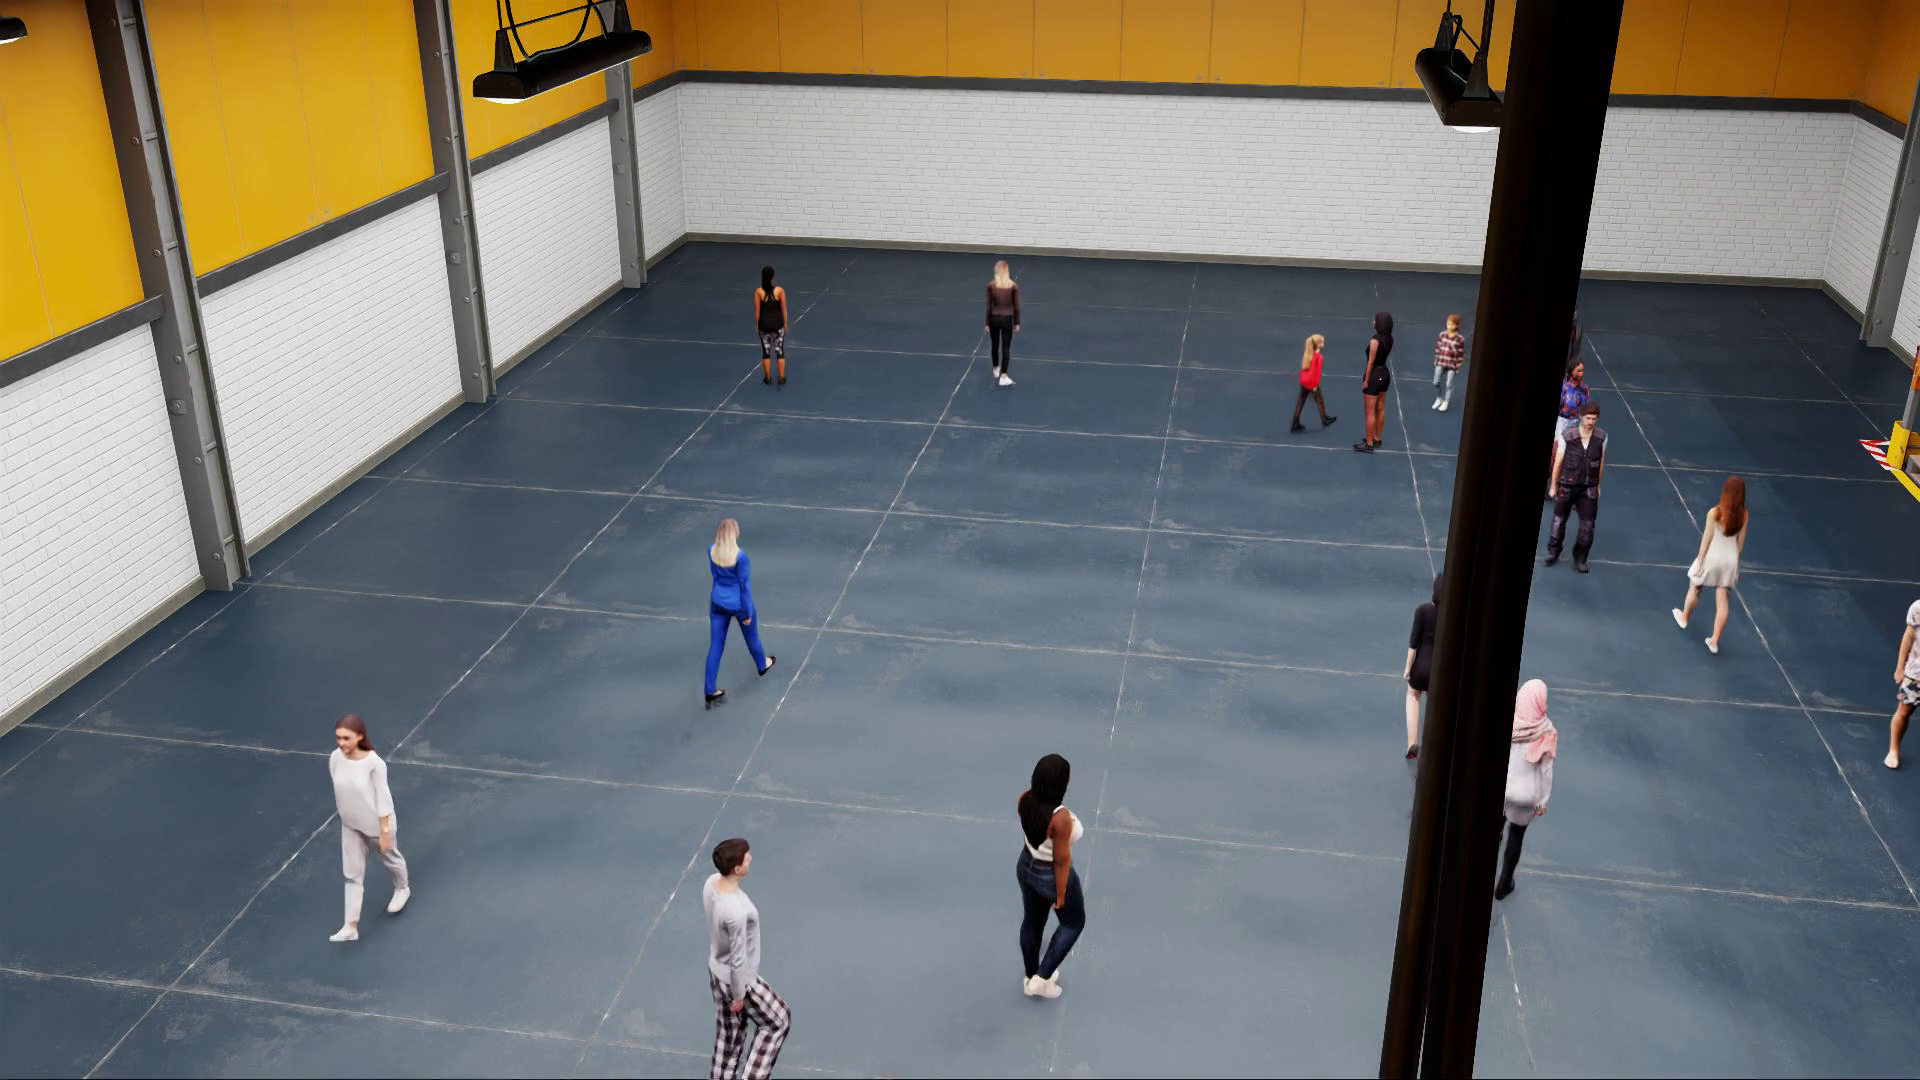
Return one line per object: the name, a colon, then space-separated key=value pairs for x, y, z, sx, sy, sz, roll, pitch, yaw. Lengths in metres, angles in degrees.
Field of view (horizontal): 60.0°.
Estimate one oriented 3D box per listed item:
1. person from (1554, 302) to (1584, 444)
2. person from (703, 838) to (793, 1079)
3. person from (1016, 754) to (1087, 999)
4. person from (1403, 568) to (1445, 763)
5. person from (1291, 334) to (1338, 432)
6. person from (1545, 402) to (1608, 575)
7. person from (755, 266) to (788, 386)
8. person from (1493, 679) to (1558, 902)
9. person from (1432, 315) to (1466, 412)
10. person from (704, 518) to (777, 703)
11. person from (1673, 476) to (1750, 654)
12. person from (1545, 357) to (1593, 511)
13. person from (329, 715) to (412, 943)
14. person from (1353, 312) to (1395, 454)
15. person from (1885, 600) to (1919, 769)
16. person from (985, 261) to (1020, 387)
person: x=7.385 y=-2.105 z=20.641 sx=0.899 sy=1.844 sz=0.953 roll=-12 pitch=26 yaw=-25
person: x=-1.407 y=2.599 z=9.894 sx=0.875 sy=1.834 sz=0.815 roll=-15 pitch=28 yaw=-30
person: x=0.495 y=2.227 z=10.789 sx=0.854 sy=1.798 sz=0.796 roll=-19 pitch=30 yaw=-36
person: x=3.801 y=1.118 z=13.339 sx=0.630 sy=1.788 sz=0.614 roll=5 pitch=24 yaw=11
person: x=4.391 y=-1.967 z=21.072 sx=0.884 sy=1.248 sz=0.864 roll=-13 pitch=27 yaw=-27
person: x=6.363 y=-0.590 z=17.195 sx=0.697 sy=1.829 sz=0.806 roll=4 pitch=24 yaw=10
person: x=-2.593 y=-2.956 z=22.816 sx=0.639 sy=1.663 sz=0.603 roll=-3 pitch=24 yaw=-7
person: x=3.890 y=1.818 z=11.734 sx=0.769 sy=1.791 sz=0.859 roll=13 pitch=27 yaw=28
person: x=6.447 y=-2.346 z=21.874 sx=0.628 sy=1.300 sz=0.651 roll=17 pitch=29 yaw=34
person: x=-2.067 y=0.646 z=14.585 sx=0.852 sy=1.655 sz=1.194 roll=11 pitch=26 yaw=24
person: x=7.080 y=0.249 z=15.447 sx=0.654 sy=1.691 sz=0.972 roll=2 pitch=24 yaw=4
person: x=6.800 y=-1.240 z=18.841 sx=0.994 sy=1.702 sz=1.176 roll=-9 pitch=25 yaw=-21
person: x=-4.099 y=1.935 z=11.645 sx=0.618 sy=1.648 sz=1.023 roll=4 pitch=24 yaw=10
person: x=5.116 y=-1.951 z=20.422 sx=0.720 sy=1.739 sz=0.610 roll=18 pitch=29 yaw=35
person: x=7.902 y=1.028 z=13.520 sx=0.721 sy=1.809 sz=0.648 roll=10 pitch=25 yaw=21
person: x=0.556 y=-2.932 z=22.772 sx=0.676 sy=1.654 sz=0.976 roll=2 pitch=24 yaw=5
